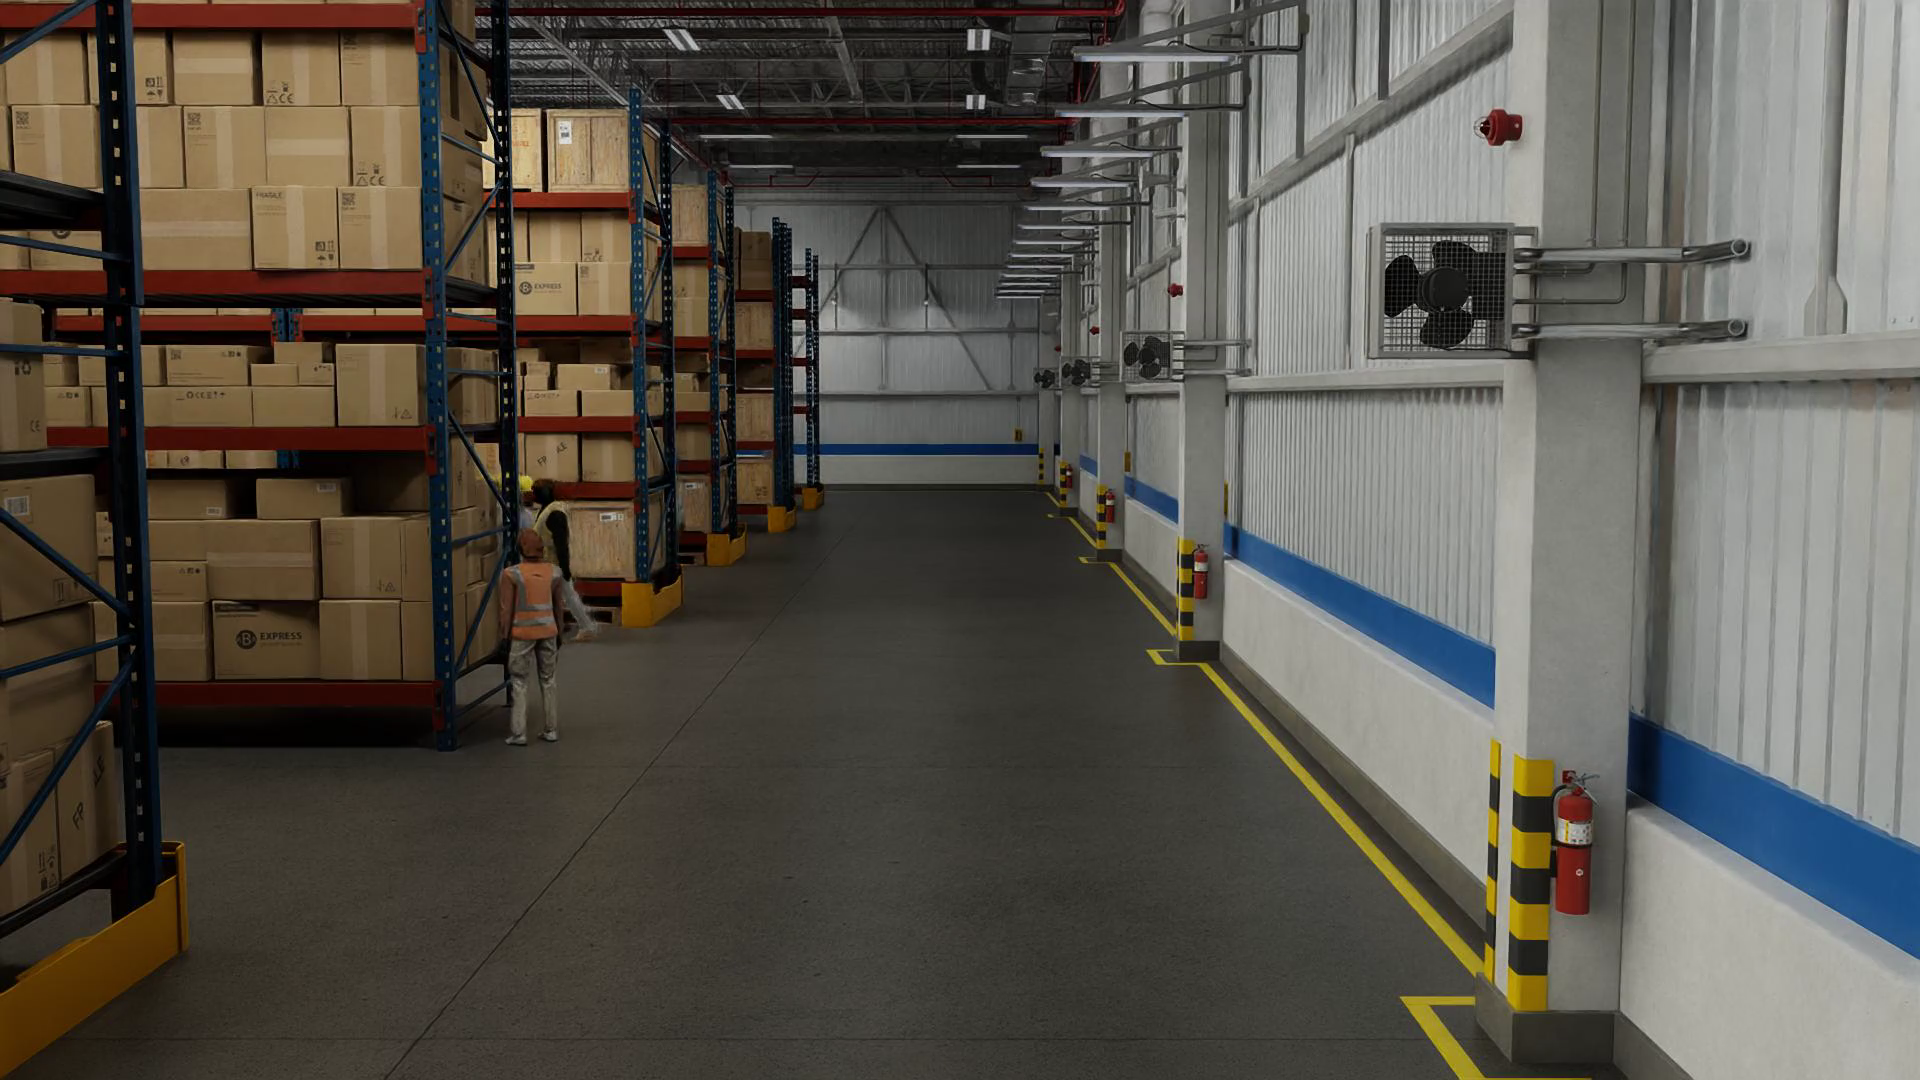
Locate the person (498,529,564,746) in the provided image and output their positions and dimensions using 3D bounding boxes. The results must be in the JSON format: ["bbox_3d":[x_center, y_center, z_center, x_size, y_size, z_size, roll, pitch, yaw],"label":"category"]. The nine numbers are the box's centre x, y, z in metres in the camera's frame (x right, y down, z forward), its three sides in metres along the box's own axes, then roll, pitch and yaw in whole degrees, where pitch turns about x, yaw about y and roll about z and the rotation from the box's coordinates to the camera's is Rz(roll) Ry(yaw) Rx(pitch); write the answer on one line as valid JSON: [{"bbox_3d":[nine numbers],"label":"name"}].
[{"bbox_3d":[-3.223,0.735,12.552,0.524,1.632,0.314,-4,6,-40],"label":"person"}]

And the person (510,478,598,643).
[{"bbox_3d":[-4.304,0.236,17.537,1.006,1.788,0.616,-2,5,-18],"label":"person"}]

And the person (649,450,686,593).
[{"bbox_3d":[-3.833,-0.225,22.047,0.436,1.921,0.625,2,5,18],"label":"person"}]

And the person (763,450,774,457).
[{"bbox_3d":[-5.057,-1.972,43.652,0.910,1.698,0.582,2,5,22],"label":"person"}]

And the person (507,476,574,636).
[{"bbox_3d":[-4.726,0.194,18.001,0.949,1.781,0.613,0,5,-3],"label":"person"}]
